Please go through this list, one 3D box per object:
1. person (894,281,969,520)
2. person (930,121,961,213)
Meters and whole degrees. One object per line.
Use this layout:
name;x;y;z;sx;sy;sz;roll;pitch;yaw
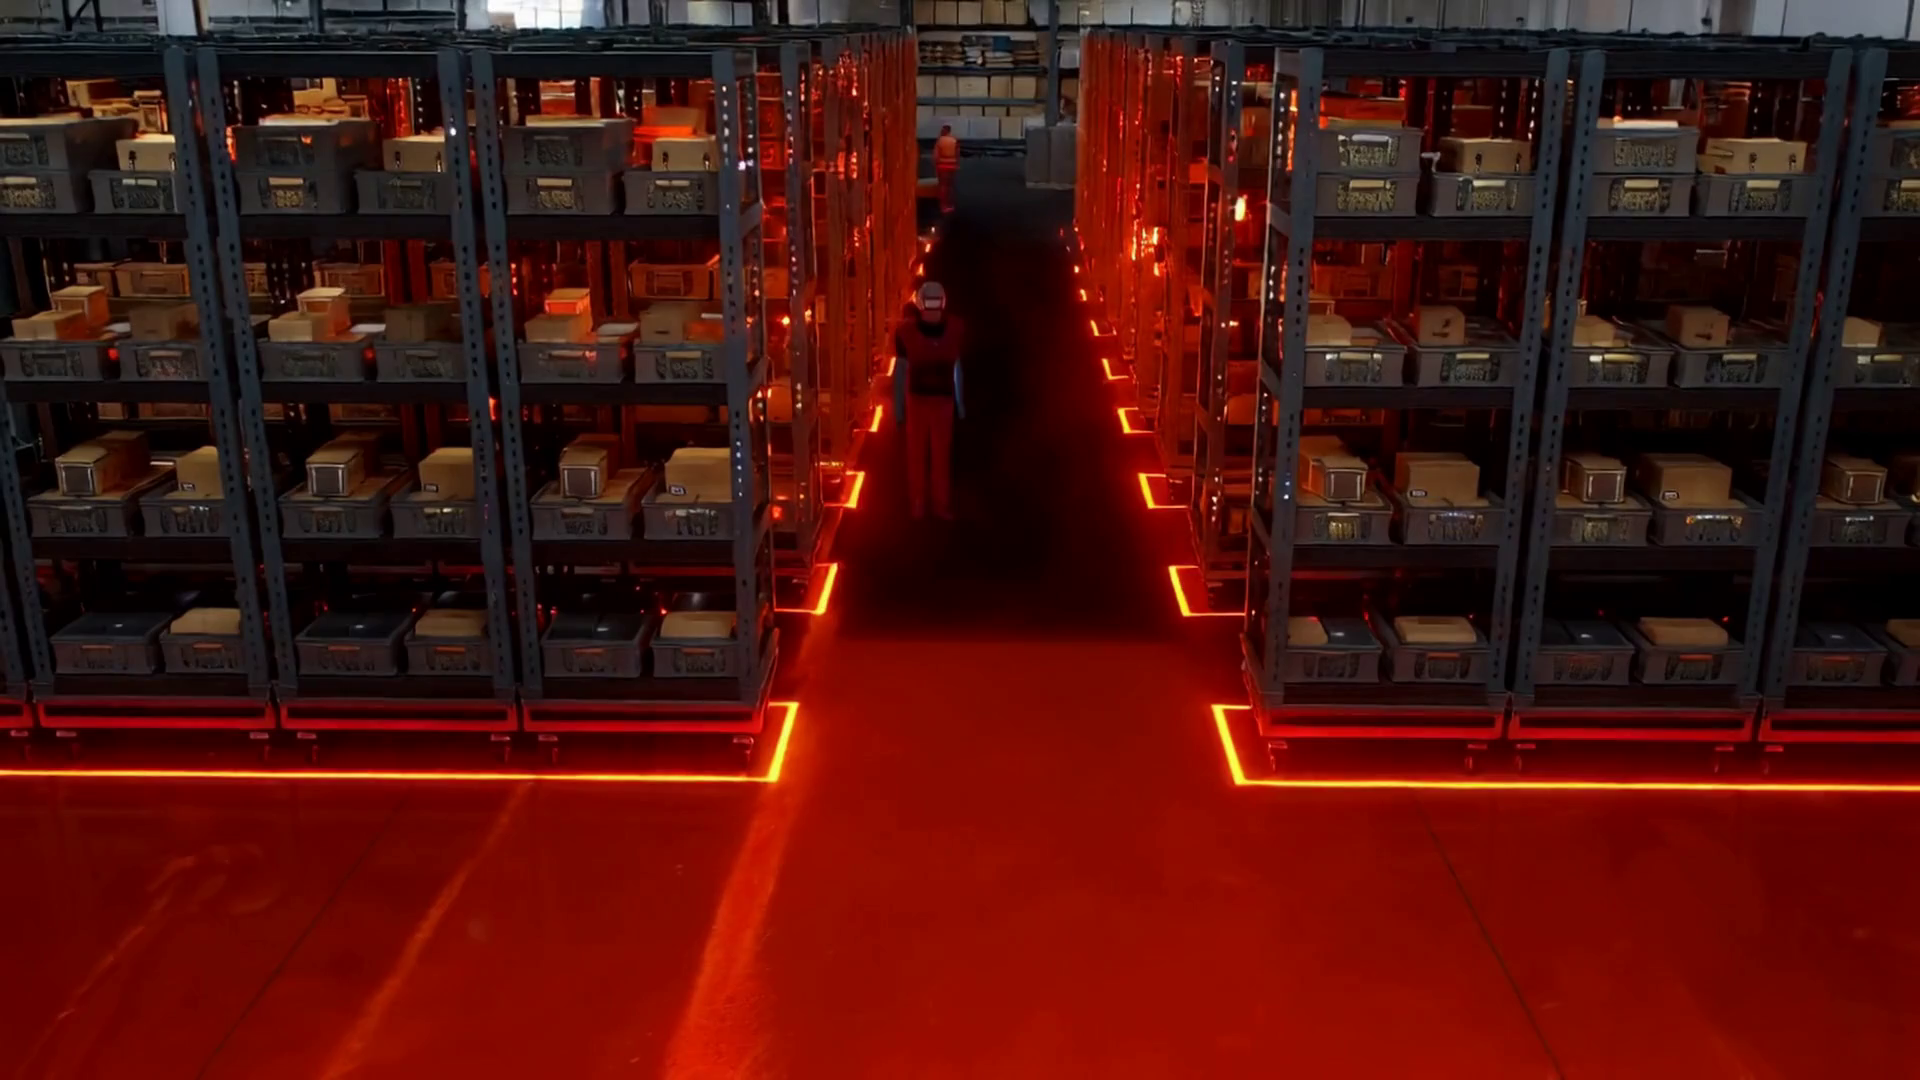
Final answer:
person;-0.226;-1.073;12.768;0.584;1.847;0.416;-6;19;-20
person;-0.314;-7.409;33.035;0.618;1.796;0.622;-6;18;-18
